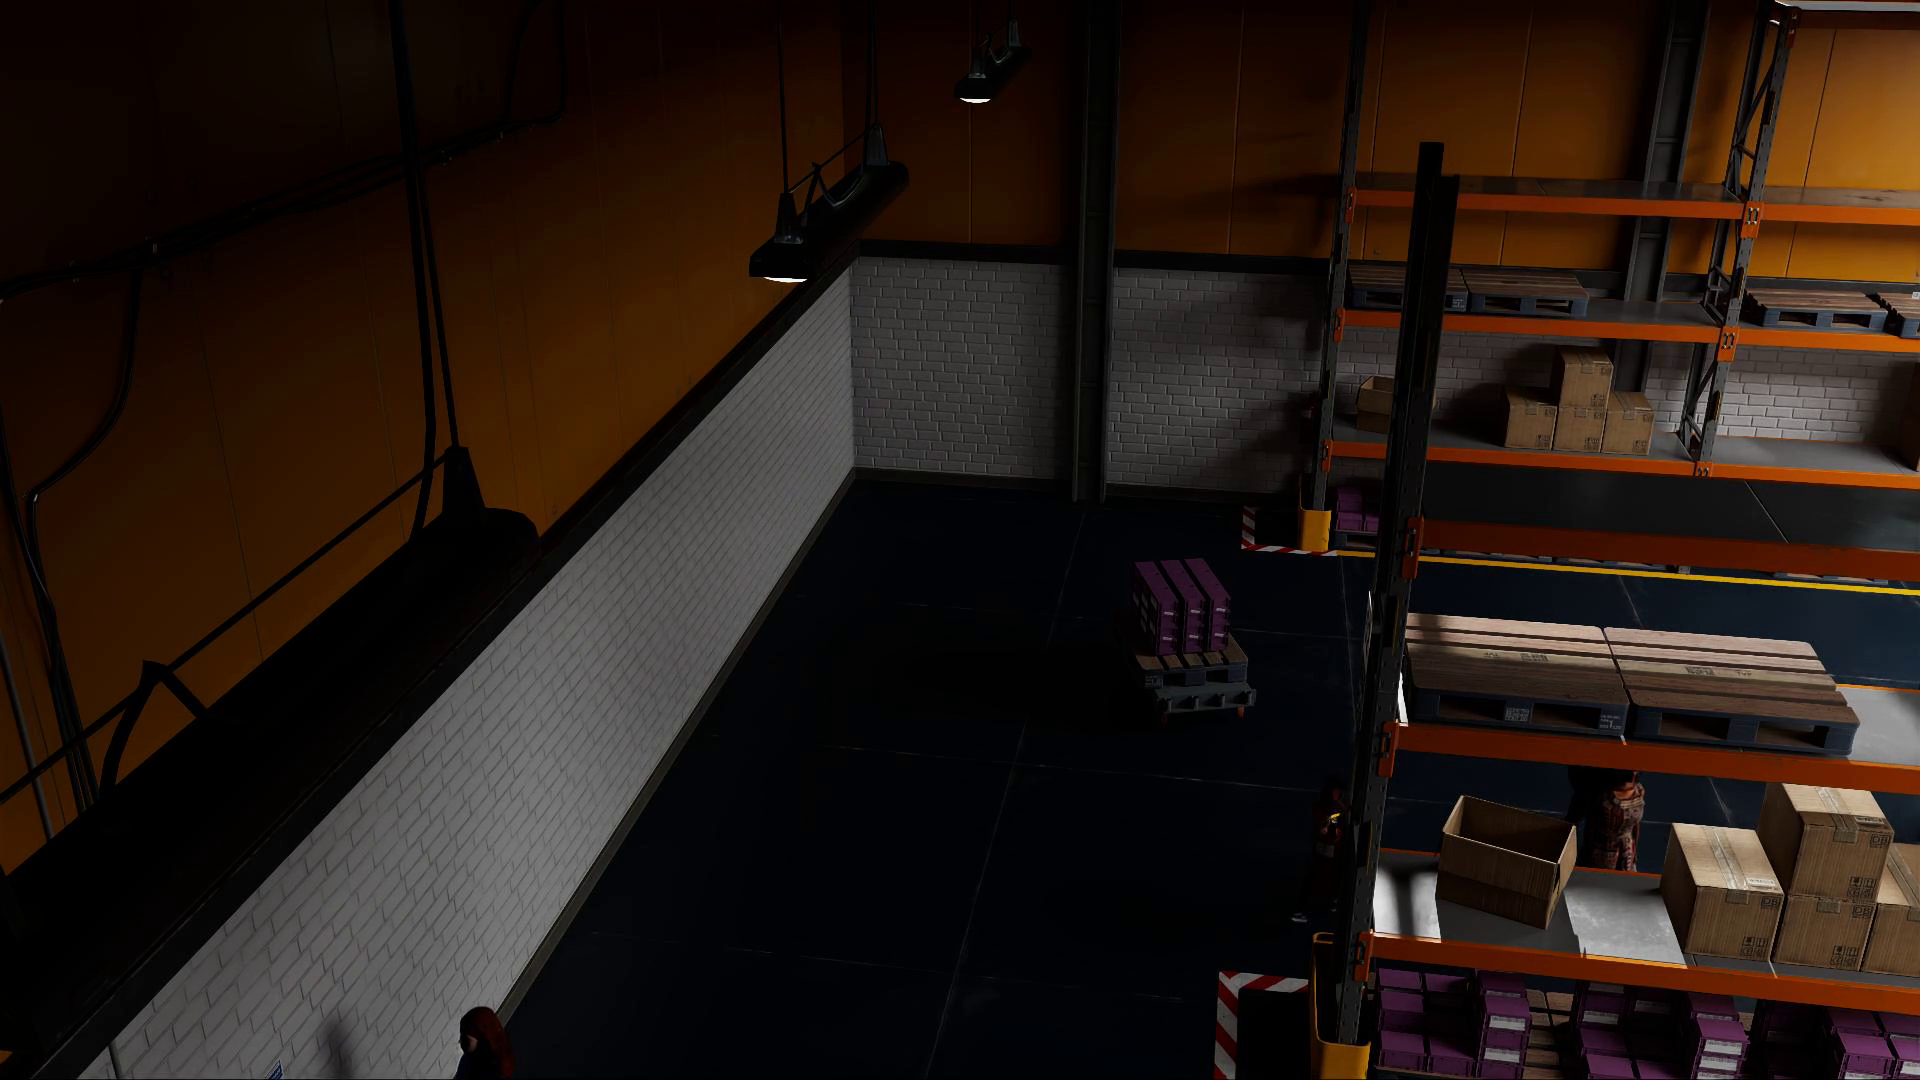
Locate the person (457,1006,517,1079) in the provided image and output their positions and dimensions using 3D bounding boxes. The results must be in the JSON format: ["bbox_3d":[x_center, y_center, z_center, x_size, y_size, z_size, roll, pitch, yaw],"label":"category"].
[{"bbox_3d":[-2.576,3.350,9.258,0.771,1.829,0.686,-21,31,-40],"label":"person"}]

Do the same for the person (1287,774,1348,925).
[{"bbox_3d":[2.815,2.286,12.455,0.910,1.217,0.878,20,31,39],"label":"person"}]
